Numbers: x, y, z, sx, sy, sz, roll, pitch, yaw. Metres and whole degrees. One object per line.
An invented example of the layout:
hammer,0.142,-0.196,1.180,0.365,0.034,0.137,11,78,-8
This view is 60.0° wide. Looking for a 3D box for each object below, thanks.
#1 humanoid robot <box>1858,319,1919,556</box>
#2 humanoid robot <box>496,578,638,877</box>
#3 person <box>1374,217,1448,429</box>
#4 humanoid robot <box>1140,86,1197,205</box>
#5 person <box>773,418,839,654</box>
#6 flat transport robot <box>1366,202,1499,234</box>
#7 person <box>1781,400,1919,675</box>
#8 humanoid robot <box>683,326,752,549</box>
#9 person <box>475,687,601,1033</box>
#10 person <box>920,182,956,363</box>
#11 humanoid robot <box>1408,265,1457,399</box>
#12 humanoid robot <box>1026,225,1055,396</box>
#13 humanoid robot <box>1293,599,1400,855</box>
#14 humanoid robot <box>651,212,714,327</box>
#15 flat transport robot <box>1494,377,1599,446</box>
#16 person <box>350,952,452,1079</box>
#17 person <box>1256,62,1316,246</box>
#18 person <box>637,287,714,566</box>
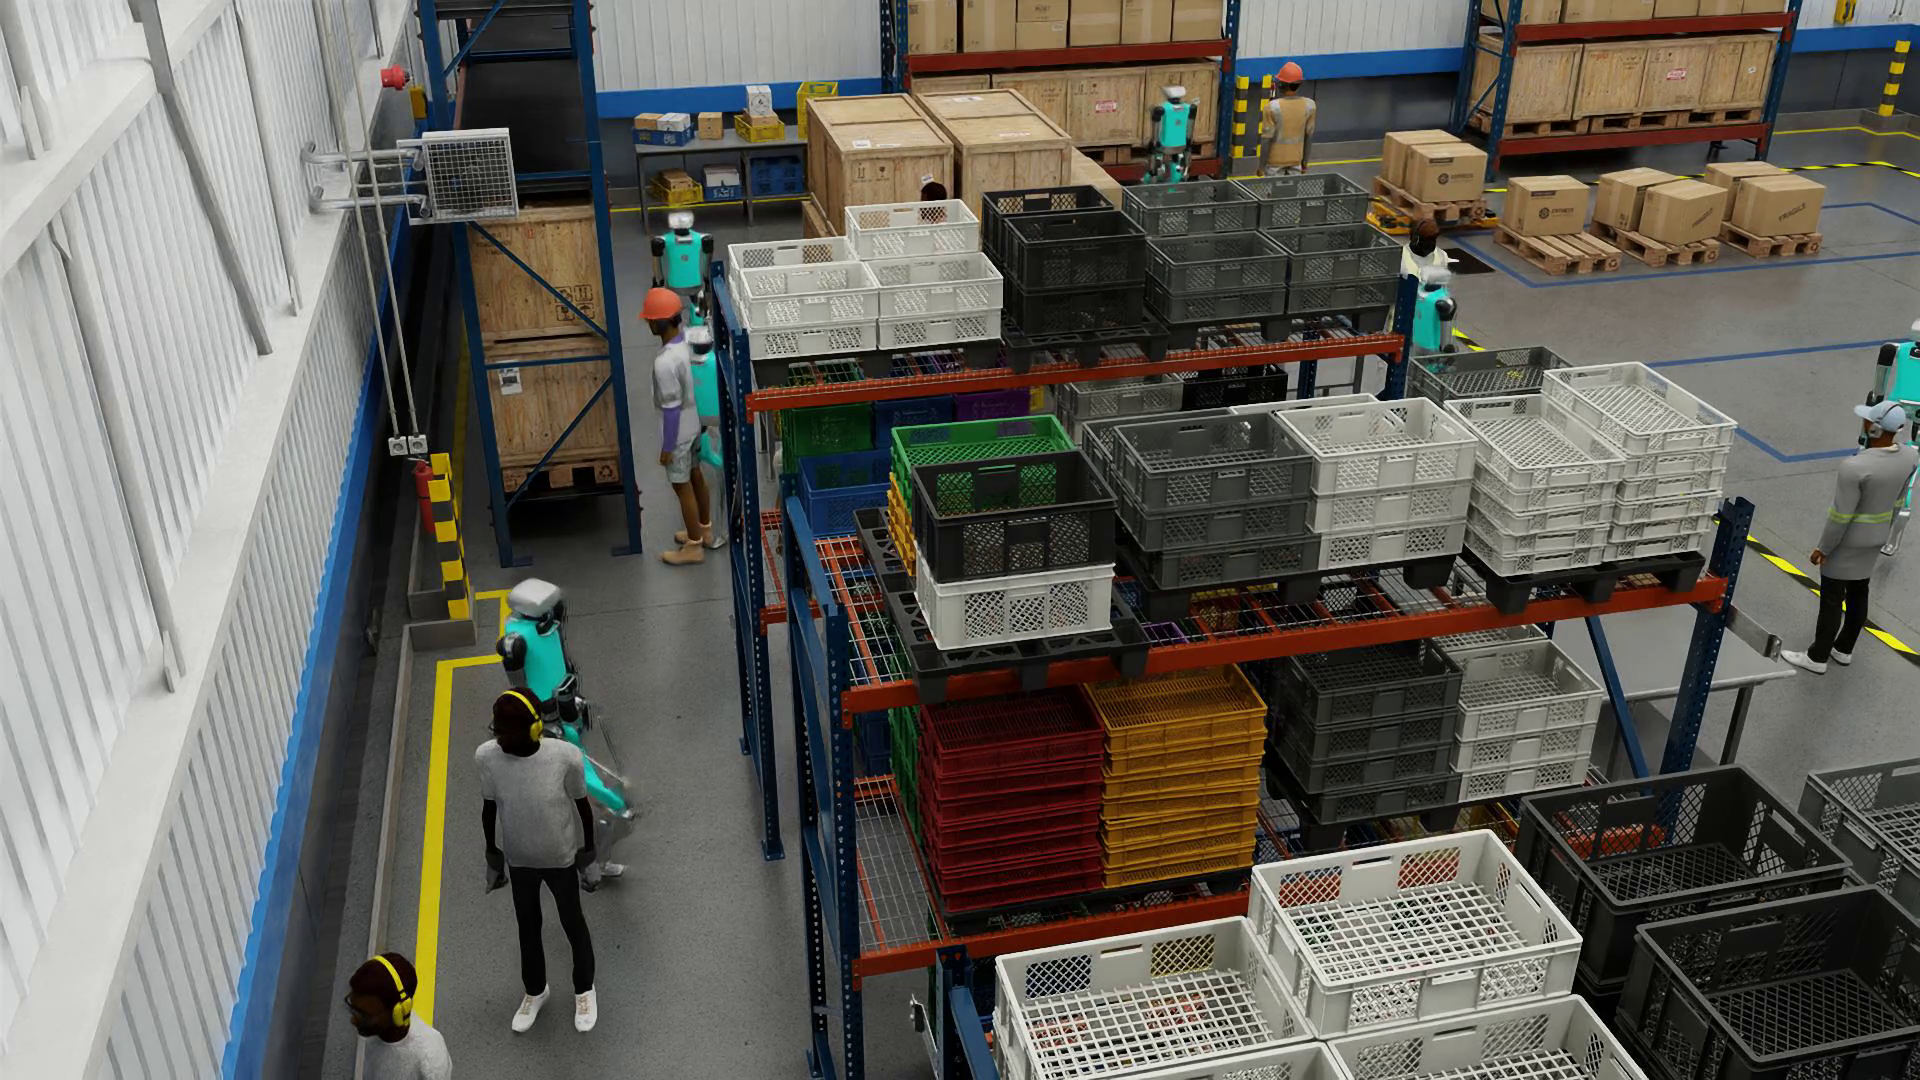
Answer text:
humanoid robot,6.532,-0.648,11.556,0.533,1.677,0.735,14,31,24
humanoid robot,-1.885,1.063,8.512,0.765,1.838,0.538,6,28,11
person,3.714,-1.766,13.721,0.622,1.837,0.429,-9,29,-16
humanoid robot,2.220,-4.205,18.500,0.530,1.783,1.025,-9,29,-17
person,-0.931,-0.069,10.502,0.499,1.839,0.344,-17,32,-29
flat transport robot,5.398,-3.752,19.135,1.431,0.197,0.652,-6,28,-12
person,5.575,-0.020,10.386,0.588,1.852,0.371,-12,30,-21
humanoid robot,-1.707,-0.733,11.890,0.530,1.826,0.683,7,29,14
person,-1.905,1.459,7.567,0.529,1.864,0.310,0,28,1
person,-0.175,-2.140,14.337,0.396,1.920,0.587,-3,28,-5
humanoid robot,3.893,-1.329,13.060,1.027,1.769,0.537,-10,30,-19
humanoid robot,0.634,-1.911,14.197,0.742,1.630,0.612,-5,28,-10
humanoid robot,2.065,0.997,8.638,0.486,1.640,0.610,-3,28,-5
humanoid robot,-2.404,-2.052,14.418,0.537,1.761,1.029,-8,29,-14
flat transport robot,4.780,-1.036,14.013,0.659,0.231,1.431,-6,28,-12
person,-1.986,2.252,6.053,0.509,1.876,0.329,21,34,34
person,3.489,-4.110,17.939,0.611,2.047,0.361,-8,29,-15
person,-1.993,-0.788,11.644,0.393,2.038,0.613,5,28,9
